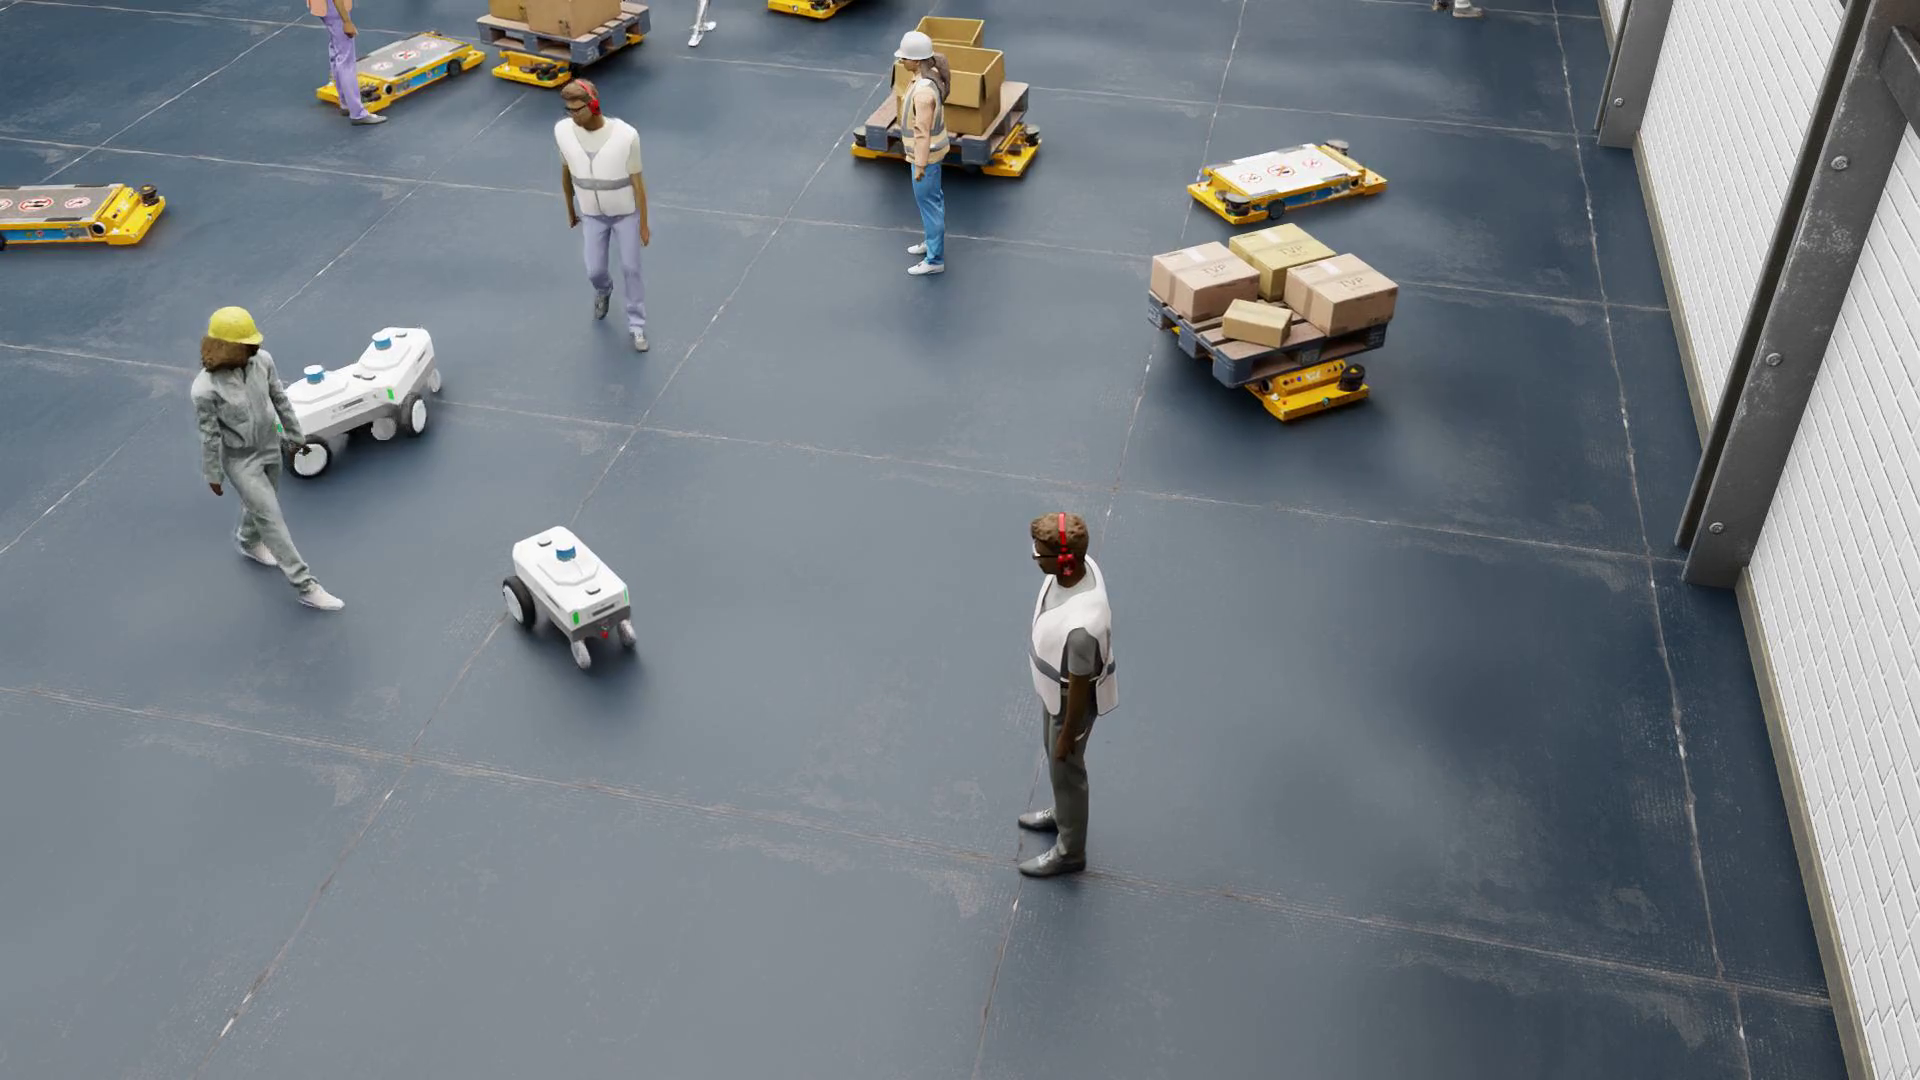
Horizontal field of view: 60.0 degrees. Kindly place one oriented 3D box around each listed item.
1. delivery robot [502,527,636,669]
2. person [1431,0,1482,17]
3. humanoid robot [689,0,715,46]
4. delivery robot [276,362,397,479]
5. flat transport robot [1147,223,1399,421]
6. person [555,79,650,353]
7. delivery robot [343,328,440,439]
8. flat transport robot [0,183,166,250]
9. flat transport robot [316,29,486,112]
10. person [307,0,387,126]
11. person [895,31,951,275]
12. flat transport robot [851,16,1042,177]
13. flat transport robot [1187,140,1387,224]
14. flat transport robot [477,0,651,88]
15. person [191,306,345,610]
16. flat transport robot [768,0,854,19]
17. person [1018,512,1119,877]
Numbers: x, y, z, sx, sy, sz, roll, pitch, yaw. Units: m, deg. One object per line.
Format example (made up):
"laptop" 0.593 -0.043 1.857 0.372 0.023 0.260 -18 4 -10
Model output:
"delivery robot" -2.023 0.253 8.648 0.499 0.602 0.801 -26 44 -30
"person" 4.864 -5.906 15.798 0.392 1.861 0.624 -23 43 -28
"humanoid robot" -2.443 -5.427 15.270 0.867 1.786 0.584 -30 46 -34
"delivery robot" -3.841 -0.754 10.005 0.818 0.614 0.499 -29 46 -33
"flat transport robot" 1.982 -1.265 10.912 0.659 0.231 1.431 -16 40 -21
"person" -2.276 -2.130 10.776 0.551 1.823 0.527 0 37 0
"delivery robot" -3.536 -0.992 10.311 0.499 0.599 0.784 4 37 5
"flat transport robot" -6.801 -2.422 12.459 1.431 0.231 0.659 -2 37 -3
"flat transport robot" -4.970 -4.192 14.828 0.659 0.231 1.431 19 41 23
"person" -5.162 -4.352 13.731 0.390 1.838 0.563 -19 41 -23
"person" -0.253 -2.705 11.628 0.379 1.721 0.487 0 37 0
"flat transport robot" -0.109 -3.250 13.567 1.431 0.231 0.659 11 38 15
"flat transport robot" 2.553 -2.788 12.950 1.431 0.231 0.659 -17 40 -21
"flat transport robot" -3.585 -4.511 15.255 0.659 0.231 1.431 17 40 21
"person" -3.680 -0.455 8.654 0.853 1.712 0.526 17 40 21
"flat transport robot" -1.251 -5.566 16.666 0.659 0.231 1.431 19 41 23
"person" 0.461 0.652 7.042 0.399 1.833 0.571 -3 37 -4
